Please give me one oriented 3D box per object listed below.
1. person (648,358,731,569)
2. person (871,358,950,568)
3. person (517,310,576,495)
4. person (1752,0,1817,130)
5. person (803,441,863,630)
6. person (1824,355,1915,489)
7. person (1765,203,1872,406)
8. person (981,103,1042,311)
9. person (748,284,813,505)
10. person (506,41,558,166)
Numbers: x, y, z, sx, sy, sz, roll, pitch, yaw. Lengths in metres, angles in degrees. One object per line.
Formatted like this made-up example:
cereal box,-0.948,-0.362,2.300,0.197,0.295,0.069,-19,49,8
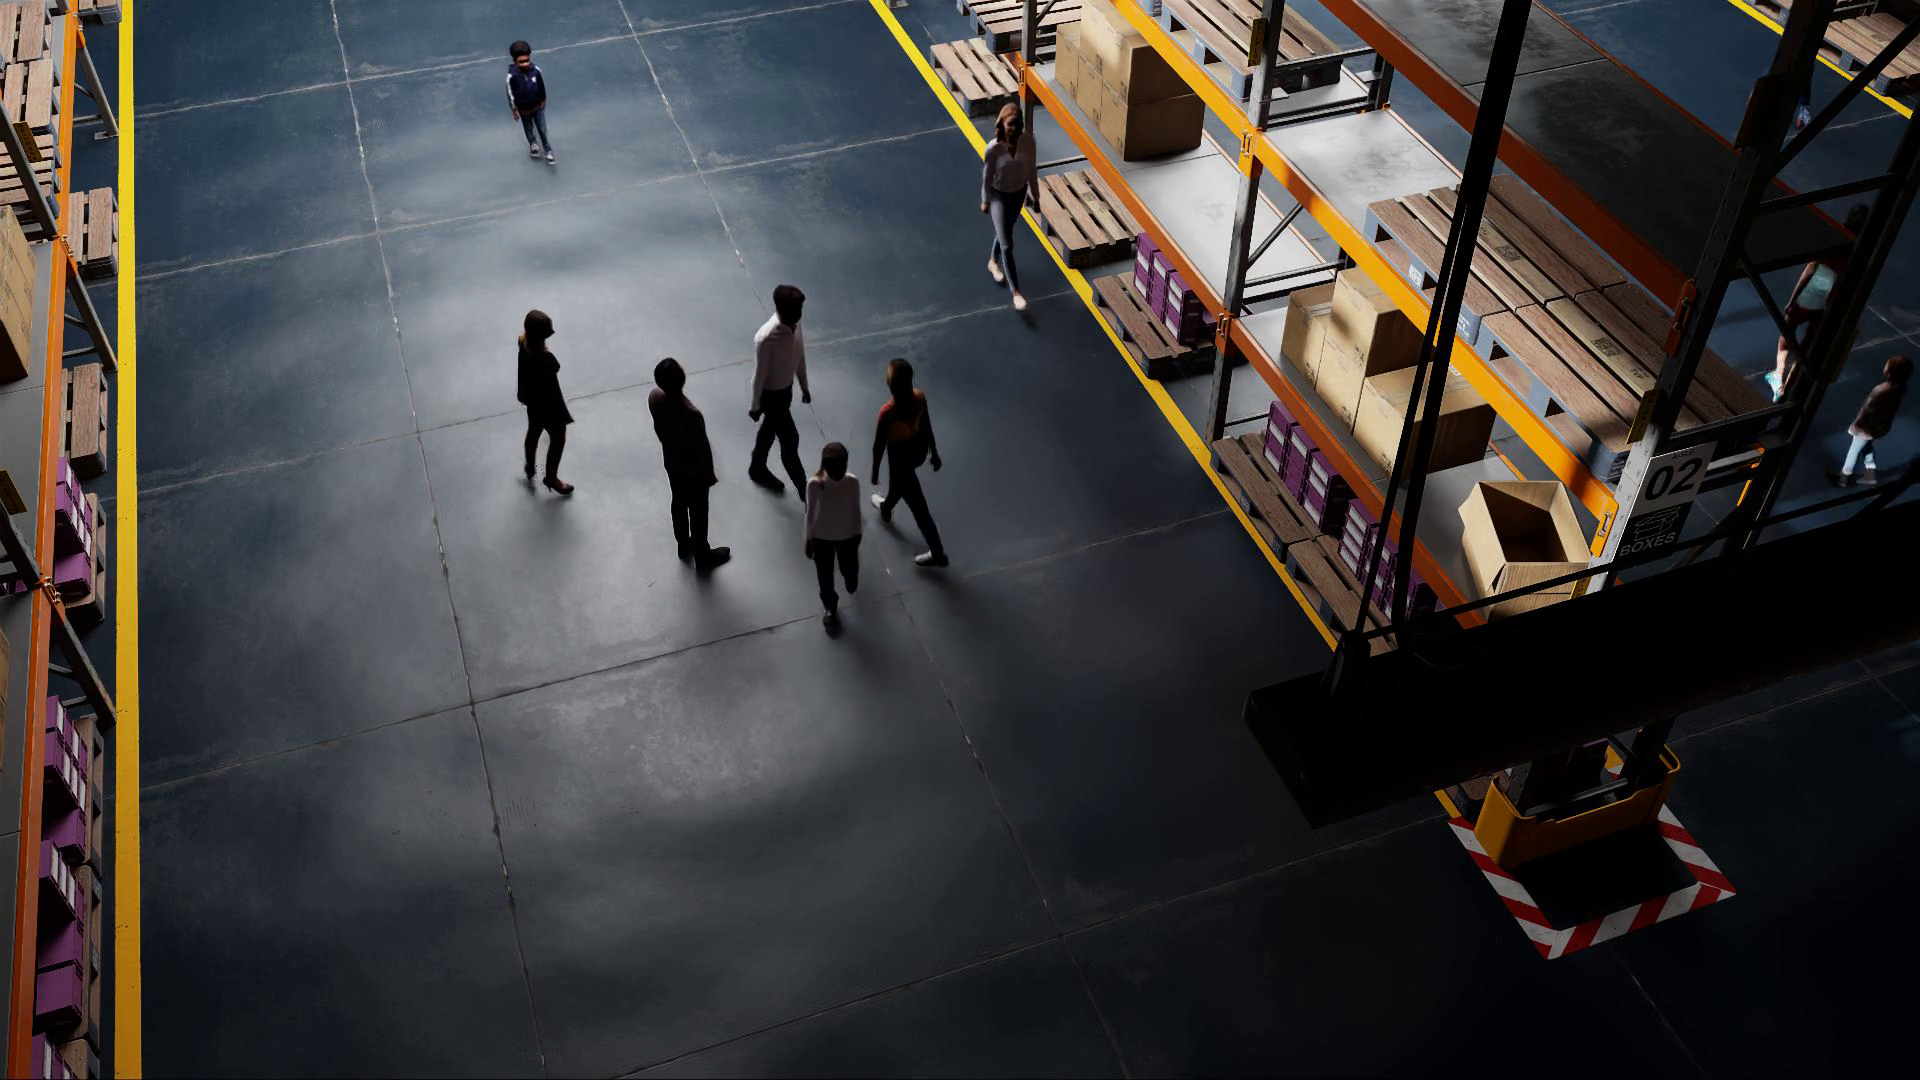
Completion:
person,-1.911,-0.539,11.504,0.780,1.771,0.640,-3,44,-4
person,-0.322,-0.502,11.607,1.225,1.576,0.975,31,51,28
person,-3.075,-0.992,12.067,0.651,1.651,0.868,28,50,26
person,8.068,-4.823,16.142,0.705,1.575,1.041,-19,47,-19
person,-0.840,-0.103,11.213,0.680,1.540,0.807,1,44,1
person,6.755,-0.829,12.231,0.521,1.188,0.621,-20,47,-20
person,6.610,-1.755,12.795,0.762,1.751,0.814,12,45,12
person,0.374,-2.890,13.984,0.608,1.754,1.088,-14,45,-14
person,-1.415,-1.115,12.060,1.141,1.836,1.076,22,48,22
person,-4.094,-4.159,15.719,0.534,1.198,0.777,-16,46,-16
